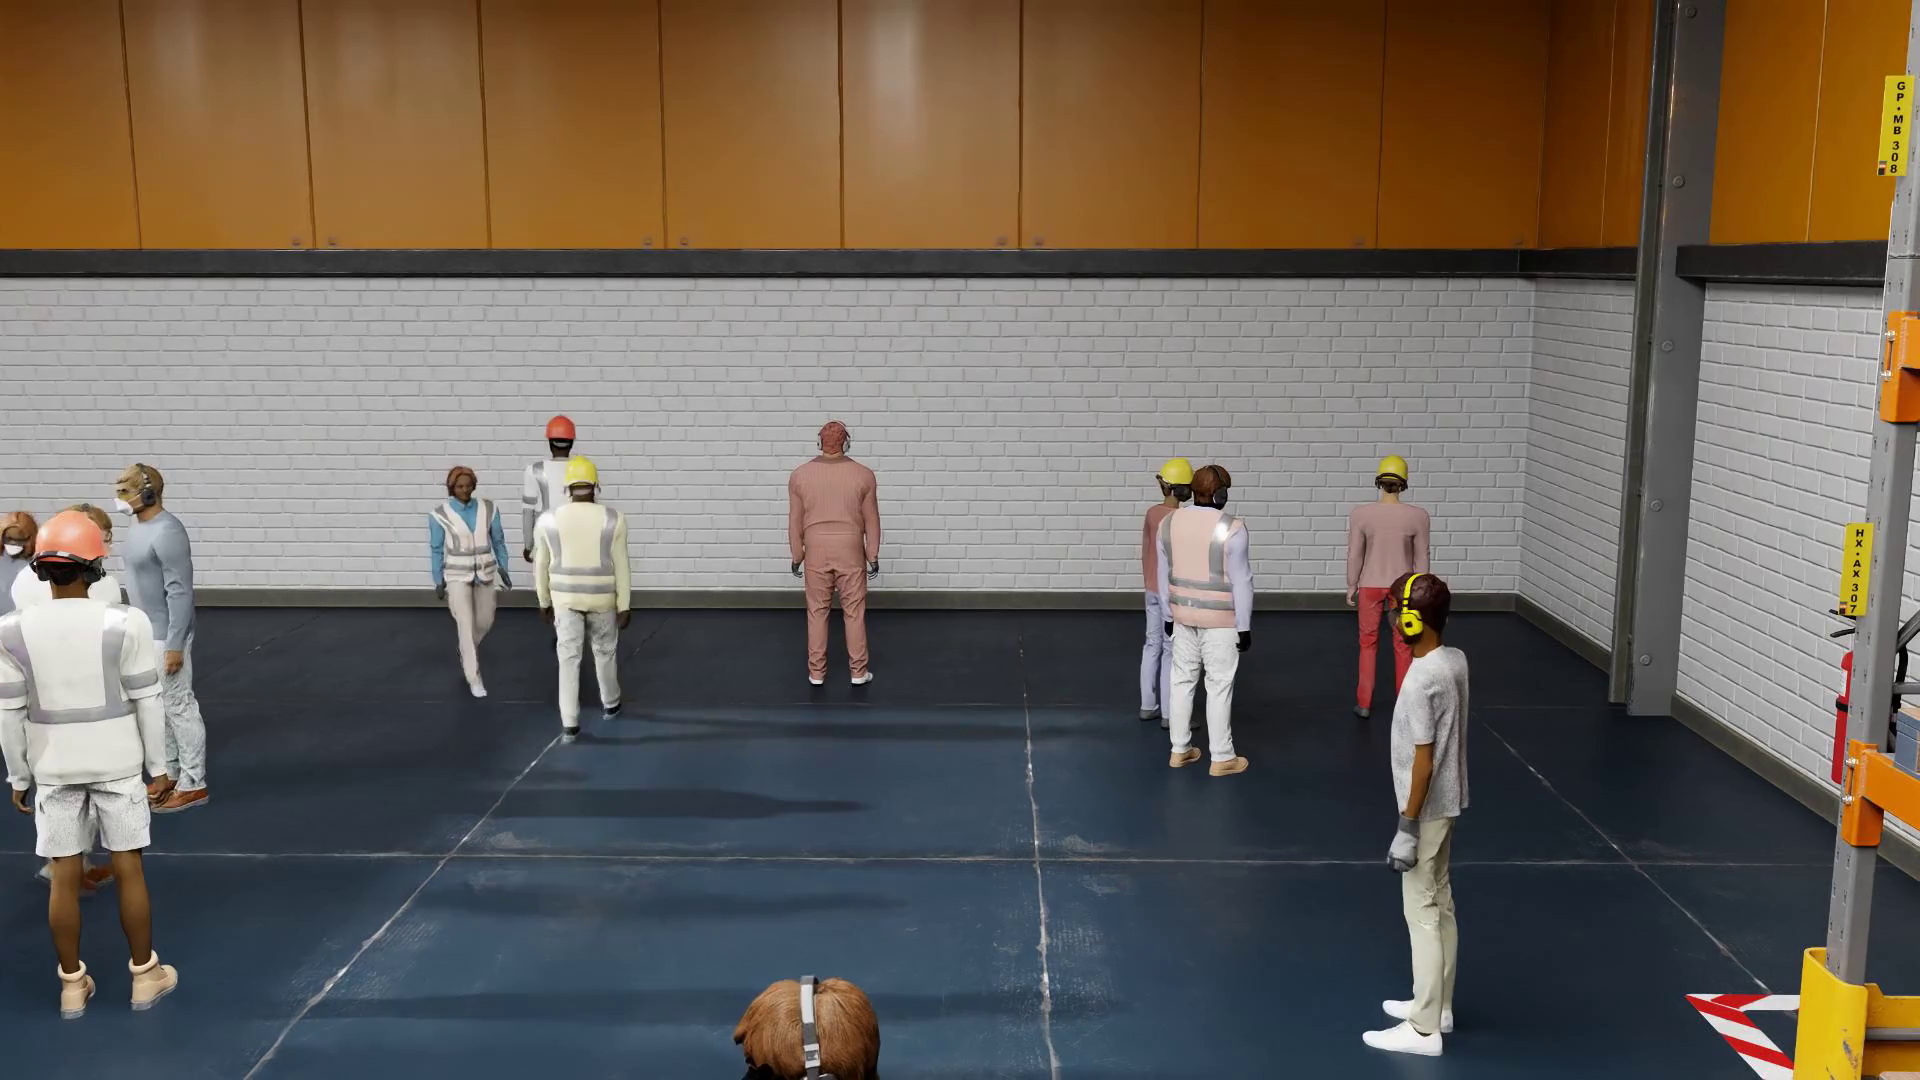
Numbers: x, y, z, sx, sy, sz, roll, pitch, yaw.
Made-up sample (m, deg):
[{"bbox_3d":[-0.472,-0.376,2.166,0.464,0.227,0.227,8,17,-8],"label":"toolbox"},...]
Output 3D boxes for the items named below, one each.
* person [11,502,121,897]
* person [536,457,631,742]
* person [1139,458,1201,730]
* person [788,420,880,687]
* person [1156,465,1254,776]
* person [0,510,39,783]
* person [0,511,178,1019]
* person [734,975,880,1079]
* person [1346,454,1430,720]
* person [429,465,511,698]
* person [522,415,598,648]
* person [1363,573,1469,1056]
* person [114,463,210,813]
[{"bbox_3d":[-4.159,0.776,7.803,0.650,1.914,0.466,3,10,17],"label":"person"},{"bbox_3d":[-2.417,0.354,10.722,0.614,1.790,0.851,-1,10,-5],"label":"person"},{"bbox_3d":[1.380,0.346,10.823,0.329,1.767,0.529,-4,10,-24],"label":"person"},{"bbox_3d":[-0.890,0.101,11.871,0.652,1.906,0.402,0,9,1],"label":"person"},{"bbox_3d":[1.469,0.470,9.852,0.633,1.843,0.429,8,13,41],"label":"person"},{"bbox_3d":[-5.476,0.590,9.806,0.560,1.607,0.513,1,10,6],"label":"person"},{"bbox_3d":[-3.497,0.899,6.674,0.605,2.045,0.379,-2,10,-14],"label":"person"},{"bbox_3d":[-0.217,1.637,2.906,0.429,1.832,0.632,-1,10,-9],"label":"person"},{"bbox_3d":[2.824,0.317,10.997,0.534,1.767,0.319,2,10,12],"label":"person"},{"bbox_3d":[-3.498,0.259,11.802,0.531,1.614,0.741,-7,12,-37],"label":"person"},{"bbox_3d":[-2.989,0.004,12.552,0.541,1.890,1.021,-5,11,-28],"label":"person"},{"bbox_3d":[1.756,1.043,6.357,0.335,1.865,0.521,6,11,32],"label":"person"},{"bbox_3d":[-4.416,0.532,9.194,0.355,1.936,0.635,-8,13,-41],"label":"person"}]
